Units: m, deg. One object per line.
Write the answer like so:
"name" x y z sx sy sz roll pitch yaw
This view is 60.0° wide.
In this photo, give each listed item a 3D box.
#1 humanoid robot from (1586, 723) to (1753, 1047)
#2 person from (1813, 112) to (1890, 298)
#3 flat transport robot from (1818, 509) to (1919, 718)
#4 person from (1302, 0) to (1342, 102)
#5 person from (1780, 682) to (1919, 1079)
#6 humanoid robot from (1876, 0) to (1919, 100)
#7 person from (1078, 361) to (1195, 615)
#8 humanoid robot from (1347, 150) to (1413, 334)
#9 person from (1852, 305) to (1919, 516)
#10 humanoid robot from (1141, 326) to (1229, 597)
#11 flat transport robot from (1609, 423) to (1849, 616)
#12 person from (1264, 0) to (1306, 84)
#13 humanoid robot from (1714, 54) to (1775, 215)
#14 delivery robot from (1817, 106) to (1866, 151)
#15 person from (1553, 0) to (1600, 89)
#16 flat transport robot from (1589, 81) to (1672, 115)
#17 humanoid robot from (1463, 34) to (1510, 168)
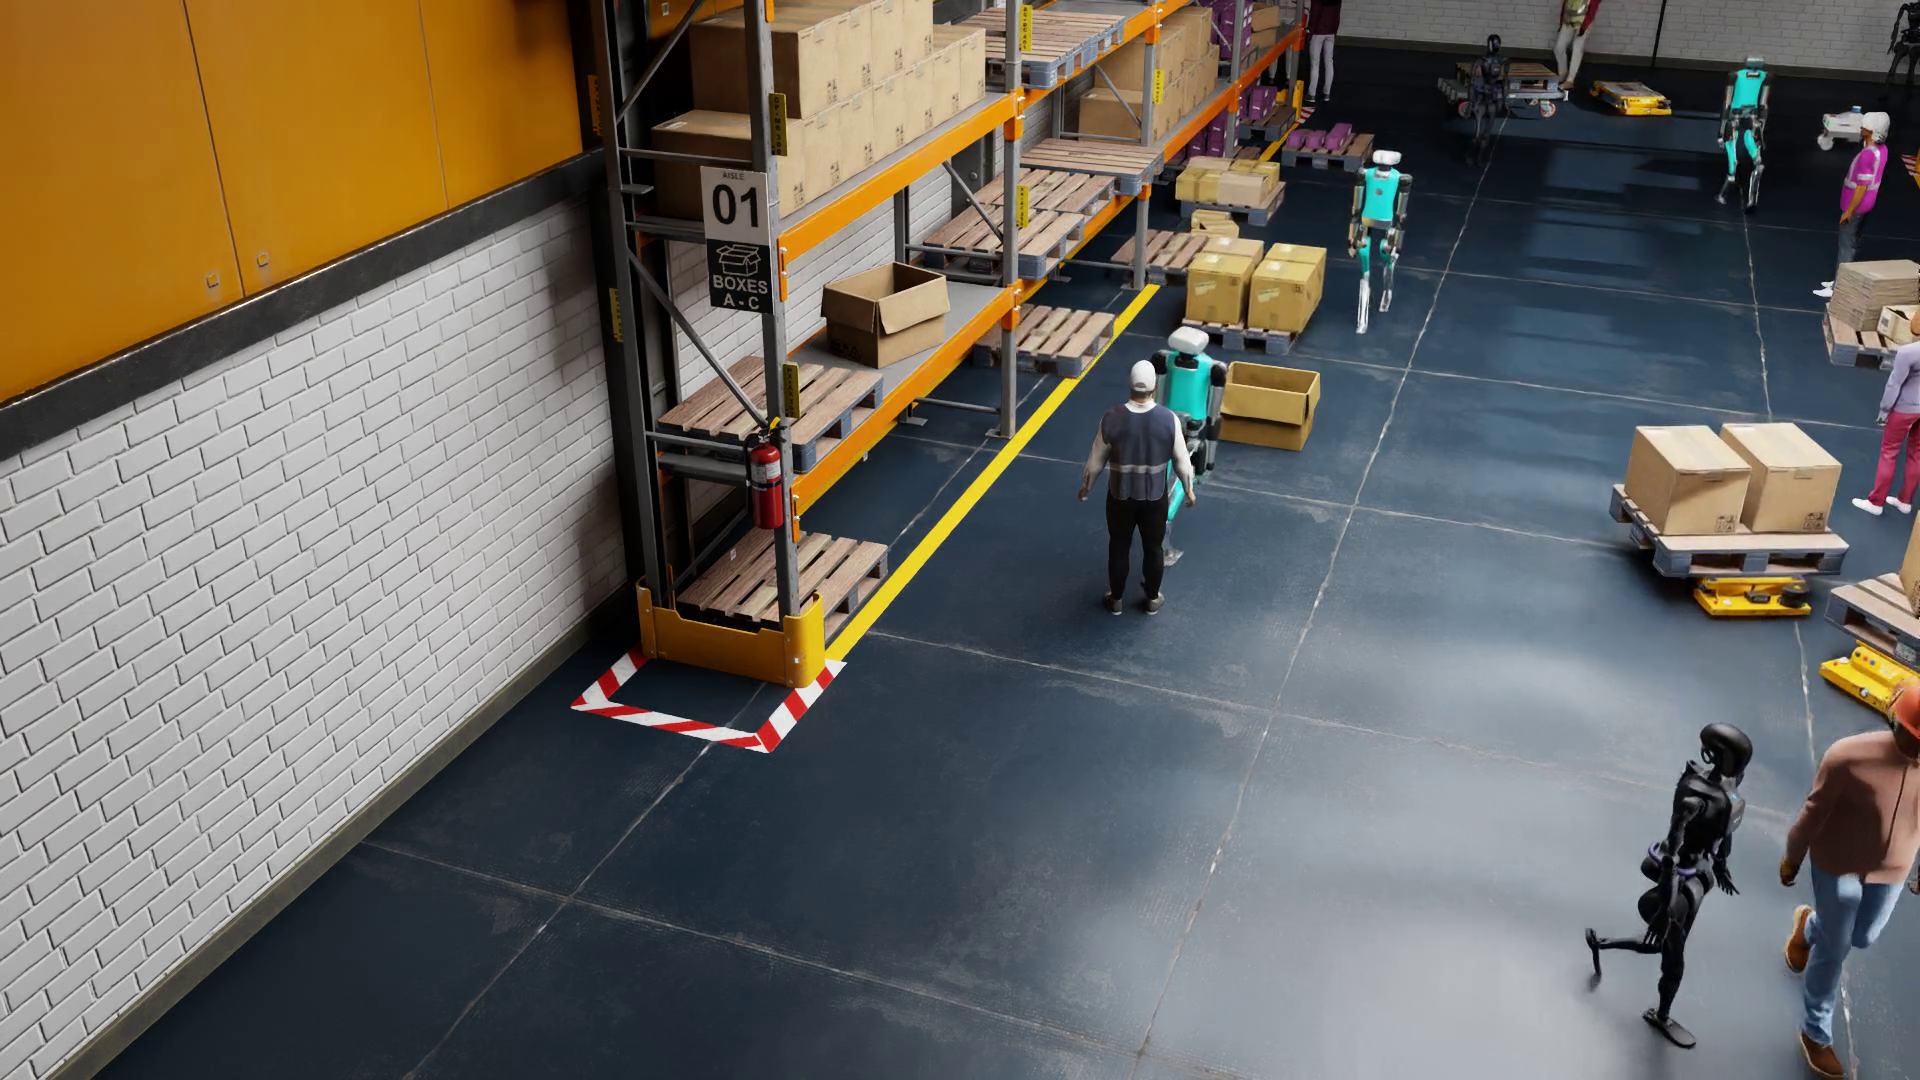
"humanoid robot" 3.138 1.461 7.397 0.602 1.630 0.631 -22 35 -36
"person" 8.853 -3.307 16.442 0.328 1.846 0.527 21 34 35
"flat transport robot" 6.099 0.768 10.261 1.431 0.231 0.659 -11 29 -21
"person" 5.301 -7.386 24.243 0.491 1.952 0.422 -8 28 -15
"person" 3.942 1.349 7.298 0.640 1.956 0.833 2 27 4
"humanoid robot" 13.924 -7.267 24.343 0.609 1.648 0.597 -21 34 -35
"person" 1.145 -0.319 10.743 0.755 1.758 0.431 2 27 4
"humanoid robot" 4.019 -2.899 15.794 0.546 1.764 0.944 12 30 23
"person" 6.914 -0.943 12.095 0.500 1.627 0.293 -5 28 -9
"humanoid robot" 1.351 -0.459 11.064 0.544 1.782 0.938 14 31 26
"flat transport robot" 5.251 0.110 11.538 0.659 0.231 1.431 -1 27 -1
"person" 4.930 -7.939 25.334 0.627 1.936 0.379 6 28 12
"humanoid robot" 9.084 -4.613 19.124 0.530 1.768 0.980 1 27 2
"delivery robot" 11.757 -5.417 21.938 0.767 0.587 0.499 8 28 15
"person" 9.283 -7.757 25.099 0.484 1.825 0.637 -18 32 -31
"flat transport robot" 9.770 -6.444 24.251 0.659 0.231 1.431 -1 27 -2
"humanoid robot" 6.632 -5.508 20.900 0.613 1.651 0.340 -7 28 -14
